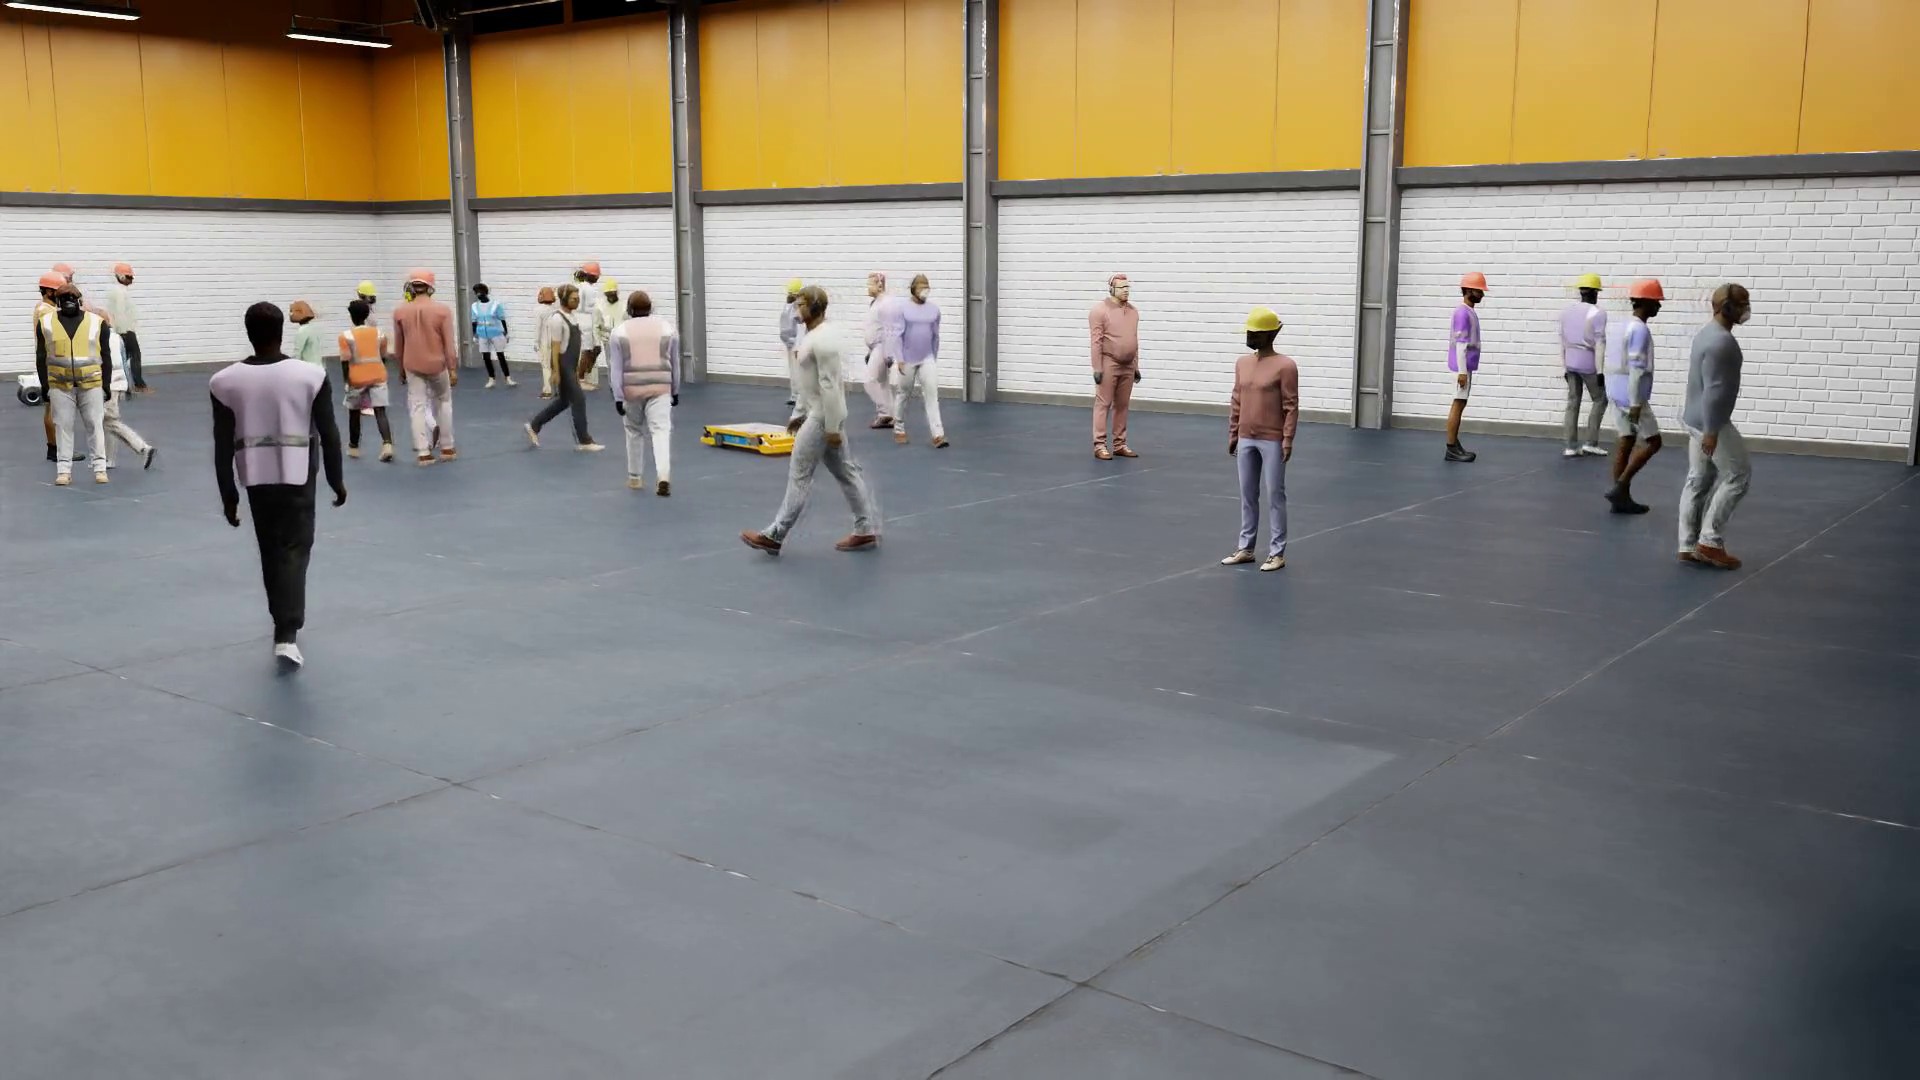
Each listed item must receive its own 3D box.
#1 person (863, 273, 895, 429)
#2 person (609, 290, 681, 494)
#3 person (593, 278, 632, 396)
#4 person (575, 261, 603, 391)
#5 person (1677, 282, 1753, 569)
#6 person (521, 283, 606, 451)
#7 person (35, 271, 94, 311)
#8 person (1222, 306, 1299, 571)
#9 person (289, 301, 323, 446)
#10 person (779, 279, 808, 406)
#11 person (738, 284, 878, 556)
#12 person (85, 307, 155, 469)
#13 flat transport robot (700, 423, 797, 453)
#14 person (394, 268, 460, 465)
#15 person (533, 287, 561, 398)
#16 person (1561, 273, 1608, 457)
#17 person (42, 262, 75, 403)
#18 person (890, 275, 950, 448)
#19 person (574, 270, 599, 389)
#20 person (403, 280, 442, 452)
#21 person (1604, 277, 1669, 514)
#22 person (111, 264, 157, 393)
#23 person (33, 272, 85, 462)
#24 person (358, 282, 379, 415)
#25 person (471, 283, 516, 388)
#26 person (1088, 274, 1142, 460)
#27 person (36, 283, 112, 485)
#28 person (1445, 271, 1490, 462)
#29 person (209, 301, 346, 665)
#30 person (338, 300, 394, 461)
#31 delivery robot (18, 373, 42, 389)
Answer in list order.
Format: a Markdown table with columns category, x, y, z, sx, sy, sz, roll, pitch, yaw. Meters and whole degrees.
| category | x | y | z | sx | sy | sz | roll | pitch | yaw |
| --- | --- | --- | --- | --- | --- | --- | --- | --- | --- |
| person | -0.995 | -2.267 | 20.052 | 0.491 | 1.888 | 0.679 | -2 | 10 | -12 |
| person | -2.777 | -1.310 | 14.733 | 0.623 | 1.805 | 0.927 | -3 | 10 | -14 |
| person | -5.073 | -2.968 | 24.487 | 0.618 | 1.779 | 0.918 | -1 | 10 | -6 |
| person | -5.694 | -3.287 | 25.625 | 0.586 | 2.010 | 0.611 | -6 | 11 | -29 |
| person | 5.111 | -0.750 | 11.108 | 0.542 | 1.922 | 0.660 | 3 | 10 | 17 |
| person | -4.289 | -1.839 | 17.797 | 0.873 | 1.816 | 0.513 | 1 | 10 | 4 |
| person | -10.407 | -2.165 | 19.394 | 0.639 | 1.910 | 0.406 | -9 | 13 | -42 |
| person | 2.012 | -0.676 | 11.144 | 0.308 | 1.766 | 0.533 | -8 | 13 | -41 |
| person | -7.244 | -1.811 | 18.216 | 0.818 | 1.589 | 0.526 | -1 | 10 | -6 |
| person | -2.296 | -2.698 | 22.895 | 0.406 | 1.785 | 0.711 | -5 | 11 | -25 |
| person | -1.046 | -0.833 | 11.669 | 1.023 | 1.888 | 0.629 | -1 | 10 | -6 |
| person | -8.233 | -1.471 | 16.218 | 0.733 | 1.606 | 0.536 | 1 | 10 | 7 |
| flat transport robot | -2.171 | -1.117 | 18.053 | 0.652 | 0.197 | 1.431 | -8 | 13 | -39 |
| person | -5.379 | -1.765 | 16.881 | 0.654 | 1.964 | 0.836 | 0 | 10 | -1 |
| person | -6.048 | -2.901 | 24.471 | 0.282 | 1.636 | 0.500 | 9 | 13 | 41 |
| person | 6.541 | -1.811 | 17.302 | 0.549 | 1.911 | 0.623 | -5 | 11 | -27 |
| person | -12.576 | -2.945 | 23.688 | 0.978 | 2.006 | 0.606 | -7 | 12 | -36 |
| person | -0.460 | -1.954 | 18.252 | 0.642 | 1.895 | 0.987 | -5 | 11 | -25 |
| person | -5.855 | -3.264 | 25.923 | 0.311 | 1.864 | 0.533 | 3 | 10 | 18 |
| person | -5.639 | -1.811 | 17.538 | 0.643 | 1.844 | 0.515 | 8 | 12 | 38 |
| person | 5.483 | -1.153 | 13.456 | 0.401 | 1.923 | 0.578 | 2 | 10 | 9 |
| person | -12.724 | -3.191 | 25.275 | 0.842 | 1.979 | 0.617 | -5 | 11 | -26 |
| person | -9.235 | -1.765 | 17.010 | 0.374 | 1.928 | 0.543 | -7 | 12 | -35 |
| person | -7.789 | -2.518 | 21.960 | 0.343 | 1.736 | 0.651 | -2 | 10 | -11 |
| person | -7.398 | -3.216 | 26.218 | 0.599 | 1.659 | 0.404 | 1 | 10 | 5 |
| person | 1.627 | -1.786 | 17.191 | 0.636 | 1.911 | 0.405 | -7 | 12 | -37 |
| person | -8.127 | -1.427 | 15.293 | 0.624 | 1.844 | 0.429 | -4 | 11 | -24 |
| person | 5.186 | -1.769 | 17.011 | 0.374 | 1.933 | 0.550 | 4 | 10 | 22 |
| person | -3.560 | -0.304 | 8.687 | 0.594 | 1.873 | 1.000 | -1 | 10 | -9 |
| person | -6.060 | -1.628 | 17.006 | 0.521 | 1.655 | 0.834 | -7 | 12 | -36 |
| delivery robot | -12.846 | -2.228 | 23.422 | 0.707 | 0.478 | 0.477 | -7 | 12 | -35 |
